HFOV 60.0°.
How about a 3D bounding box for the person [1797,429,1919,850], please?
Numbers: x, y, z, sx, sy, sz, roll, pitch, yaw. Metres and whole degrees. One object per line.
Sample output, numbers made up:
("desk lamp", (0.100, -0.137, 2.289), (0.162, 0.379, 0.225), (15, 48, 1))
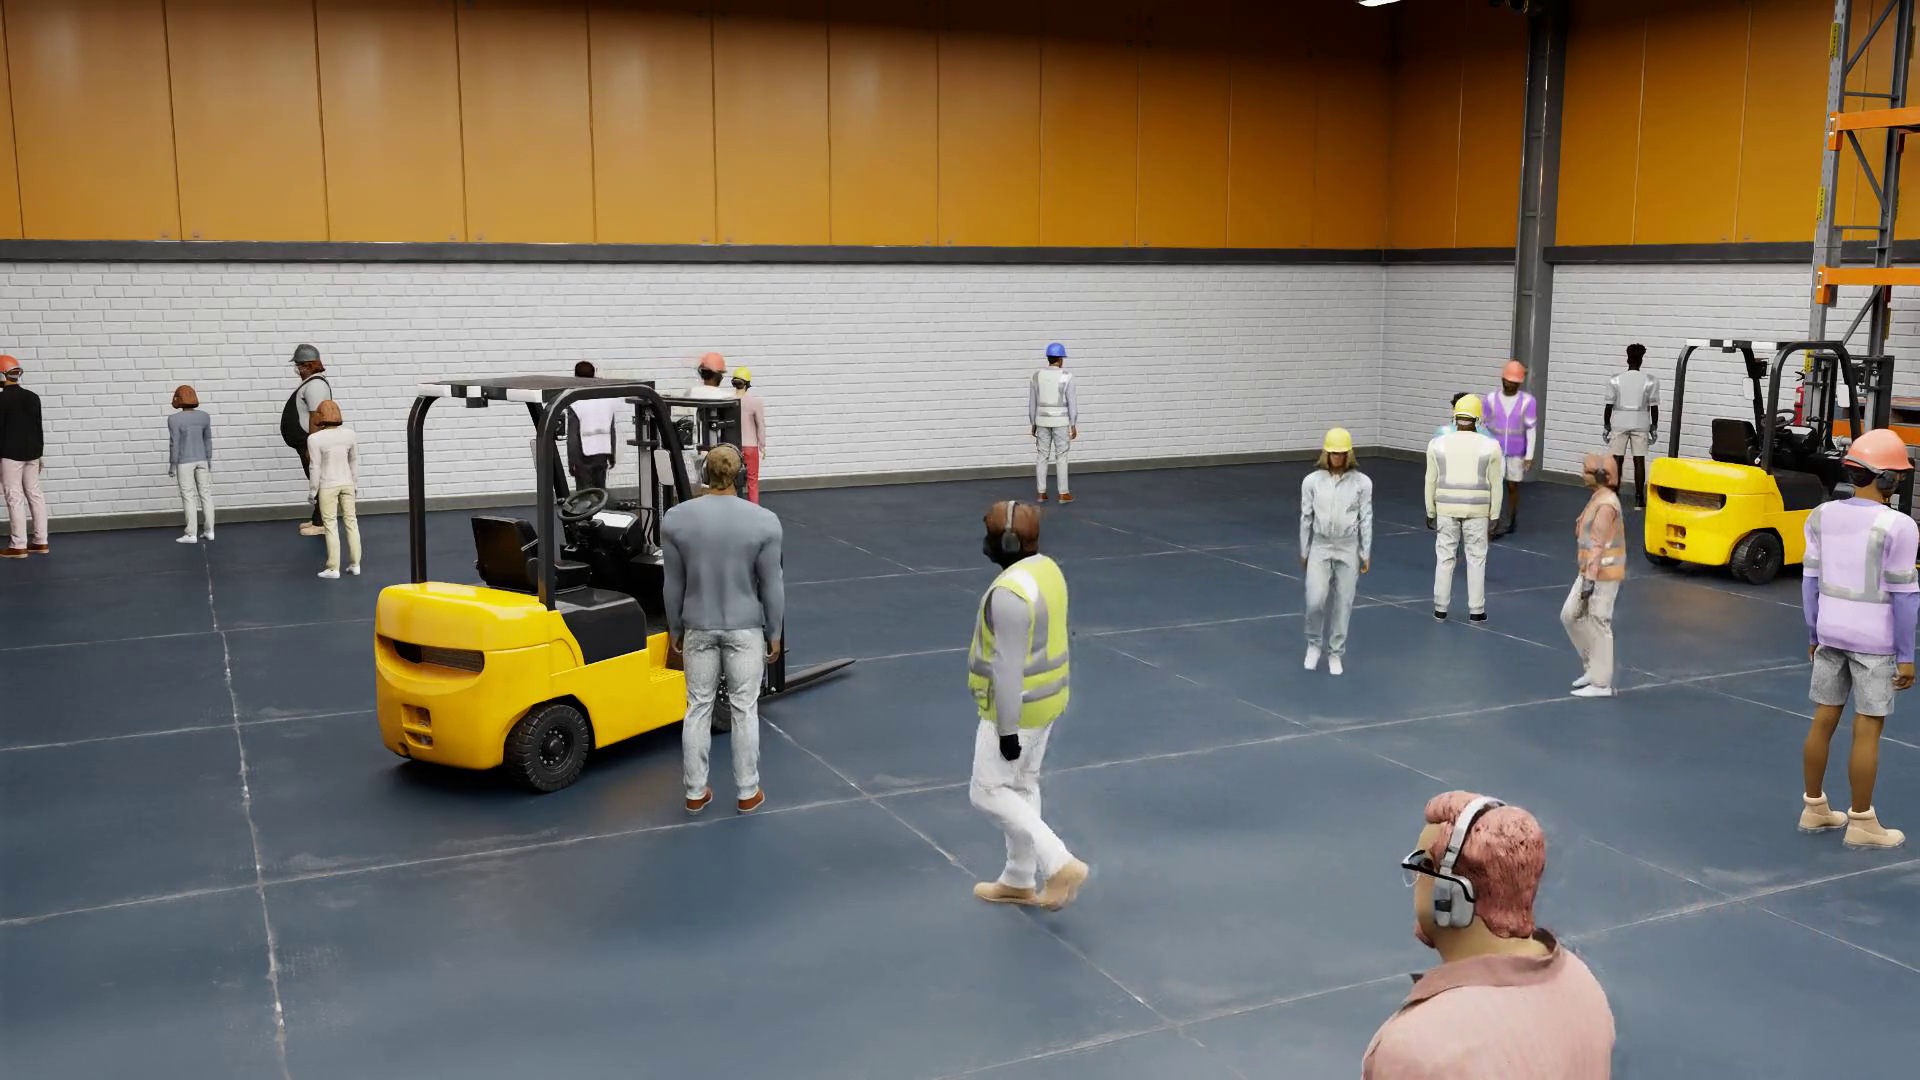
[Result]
("person", (4.388, 0.480, 8.100), (0.375, 2.044, 0.607), (-4, 10, -22))

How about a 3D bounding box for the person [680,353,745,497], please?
("person", (-2.482, -0.878, 16.713), (0.625, 1.982, 1.049), (4, 10, 26))

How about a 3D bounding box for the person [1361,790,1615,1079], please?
("person", (0.945, 1.388, 2.981), (0.787, 1.881, 0.652), (8, 12, 42))

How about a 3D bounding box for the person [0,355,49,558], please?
("person", (-9.286, -0.822, 16.359), (0.401, 1.986, 0.613), (2, 9, 12))

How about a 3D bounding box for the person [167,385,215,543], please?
("person", (-7.963, -0.786, 17.217), (0.274, 1.632, 0.507), (4, 10, 26))

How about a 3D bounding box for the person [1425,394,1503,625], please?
("person", (3.999, -0.239, 13.211), (0.597, 1.832, 0.404), (4, 10, 23))

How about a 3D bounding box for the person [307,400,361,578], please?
("person", (-5.732, -0.466, 15.234), (0.278, 1.634, 0.497), (7, 11, 37))

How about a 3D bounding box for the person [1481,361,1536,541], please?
("person", (5.727, -0.942, 17.454), (0.590, 1.878, 1.019), (3, 10, 20))

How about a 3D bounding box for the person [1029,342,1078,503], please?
("person", (1.138, -1.417, 20.171), (0.610, 1.943, 0.403), (4, 10, 25))

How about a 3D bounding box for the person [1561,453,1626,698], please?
("person", (4.154, 0.240, 10.897), (0.375, 1.626, 0.516), (2, 9, 12))

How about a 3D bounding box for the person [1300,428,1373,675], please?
("person", (2.606, 0.085, 11.536), (0.486, 1.730, 0.383), (1, 9, 8))

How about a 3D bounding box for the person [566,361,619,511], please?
("person", (-3.724, -0.872, 16.928), (0.549, 1.900, 0.609), (8, 12, 39))

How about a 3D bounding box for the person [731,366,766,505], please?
("person", (-2.383, -1.016, 18.238), (0.533, 1.767, 0.325), (1, 9, 6))

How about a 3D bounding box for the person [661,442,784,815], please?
("person", (-1.213, 0.464, 8.566), (0.628, 1.934, 0.362), (0, 9, 3))

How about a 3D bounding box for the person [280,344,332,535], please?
("person", (-6.960, -1.076, 17.758), (0.538, 2.000, 0.682), (-3, 10, -20))

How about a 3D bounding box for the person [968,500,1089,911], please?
("person", (0.285, 0.734, 7.221), (0.505, 1.830, 0.625), (4, 10, 21))

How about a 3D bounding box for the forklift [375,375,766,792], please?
("forklift", (-2.268, 0.149, 9.685), (1.214, 2.155, 2.313), (6, 11, 32))

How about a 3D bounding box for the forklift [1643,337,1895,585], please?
("forklift", (7.551, -0.789, 15.507), (2.313, 2.155, 1.214), (-4, 10, -25))

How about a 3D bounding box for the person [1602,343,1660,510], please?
("person", (7.889, -1.330, 19.566), (0.615, 1.964, 0.361), (4, 10, 23))

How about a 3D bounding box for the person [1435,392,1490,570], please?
("person", (4.666, -0.535, 15.490), (0.538, 1.684, 0.430), (-1, 9, -7))
